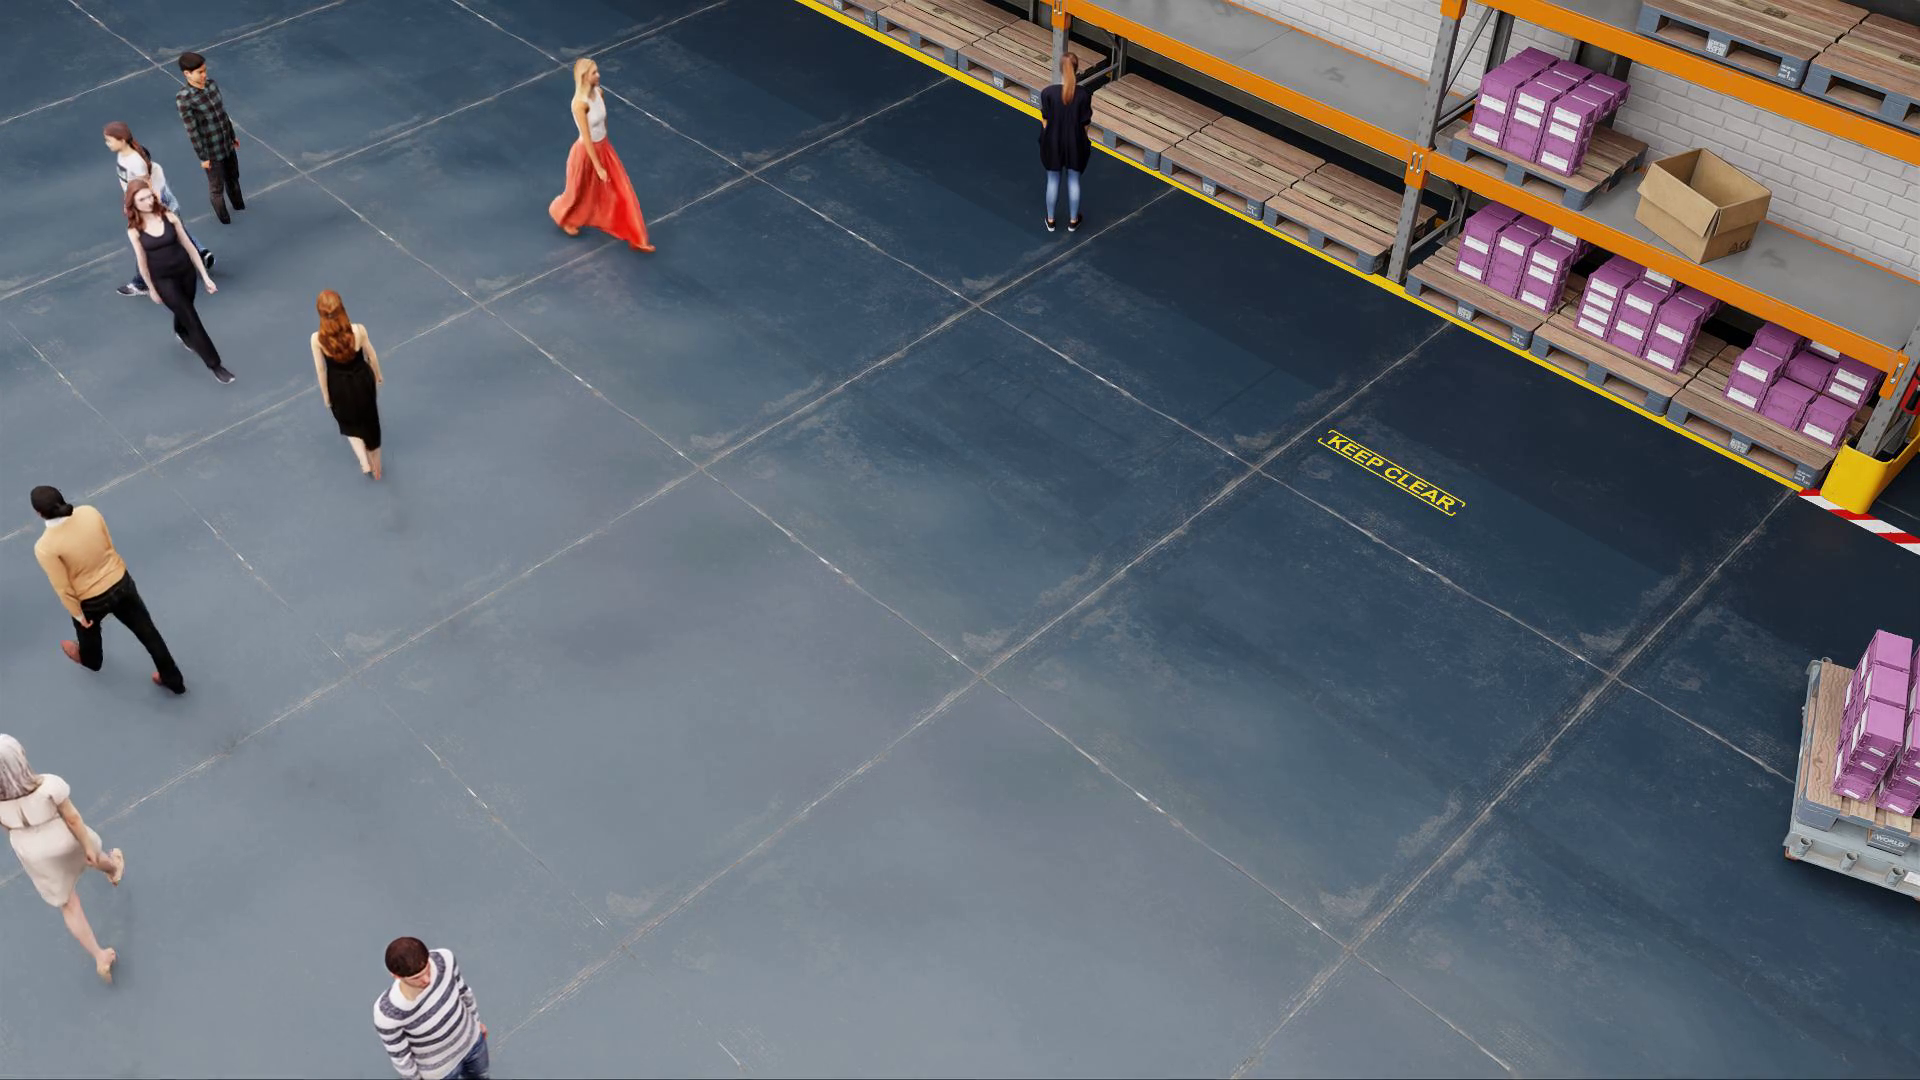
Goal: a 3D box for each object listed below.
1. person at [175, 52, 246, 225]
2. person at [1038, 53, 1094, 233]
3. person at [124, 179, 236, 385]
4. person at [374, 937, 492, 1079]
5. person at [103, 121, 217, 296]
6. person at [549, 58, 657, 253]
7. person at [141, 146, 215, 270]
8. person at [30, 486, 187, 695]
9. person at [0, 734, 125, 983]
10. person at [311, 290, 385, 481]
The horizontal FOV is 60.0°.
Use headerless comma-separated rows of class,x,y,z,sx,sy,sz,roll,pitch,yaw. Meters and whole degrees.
person,-6.632,-3.522,14.752,0.703,1.714,0.748,12,45,12
person,0.917,-3.463,14.526,0.692,1.691,0.779,6,44,6
person,-6.213,-2.092,13.085,1.184,1.695,0.629,32,52,29
person,-2.547,2.482,8.173,0.621,1.847,0.686,22,48,21
person,-6.748,-2.831,13.989,0.676,1.516,1.025,-29,51,-27
person,-3.238,-3.286,14.298,1.352,1.750,0.936,19,47,19
person,-6.727,-2.790,14.140,0.799,1.249,0.659,13,45,13
person,-5.363,0.360,10.503,1.213,1.705,0.855,22,48,22
person,-4.906,1.773,9.029,0.897,1.692,1.177,-15,46,-16
person,-4.391,-1.051,12.053,0.684,1.611,0.702,-18,46,-18
